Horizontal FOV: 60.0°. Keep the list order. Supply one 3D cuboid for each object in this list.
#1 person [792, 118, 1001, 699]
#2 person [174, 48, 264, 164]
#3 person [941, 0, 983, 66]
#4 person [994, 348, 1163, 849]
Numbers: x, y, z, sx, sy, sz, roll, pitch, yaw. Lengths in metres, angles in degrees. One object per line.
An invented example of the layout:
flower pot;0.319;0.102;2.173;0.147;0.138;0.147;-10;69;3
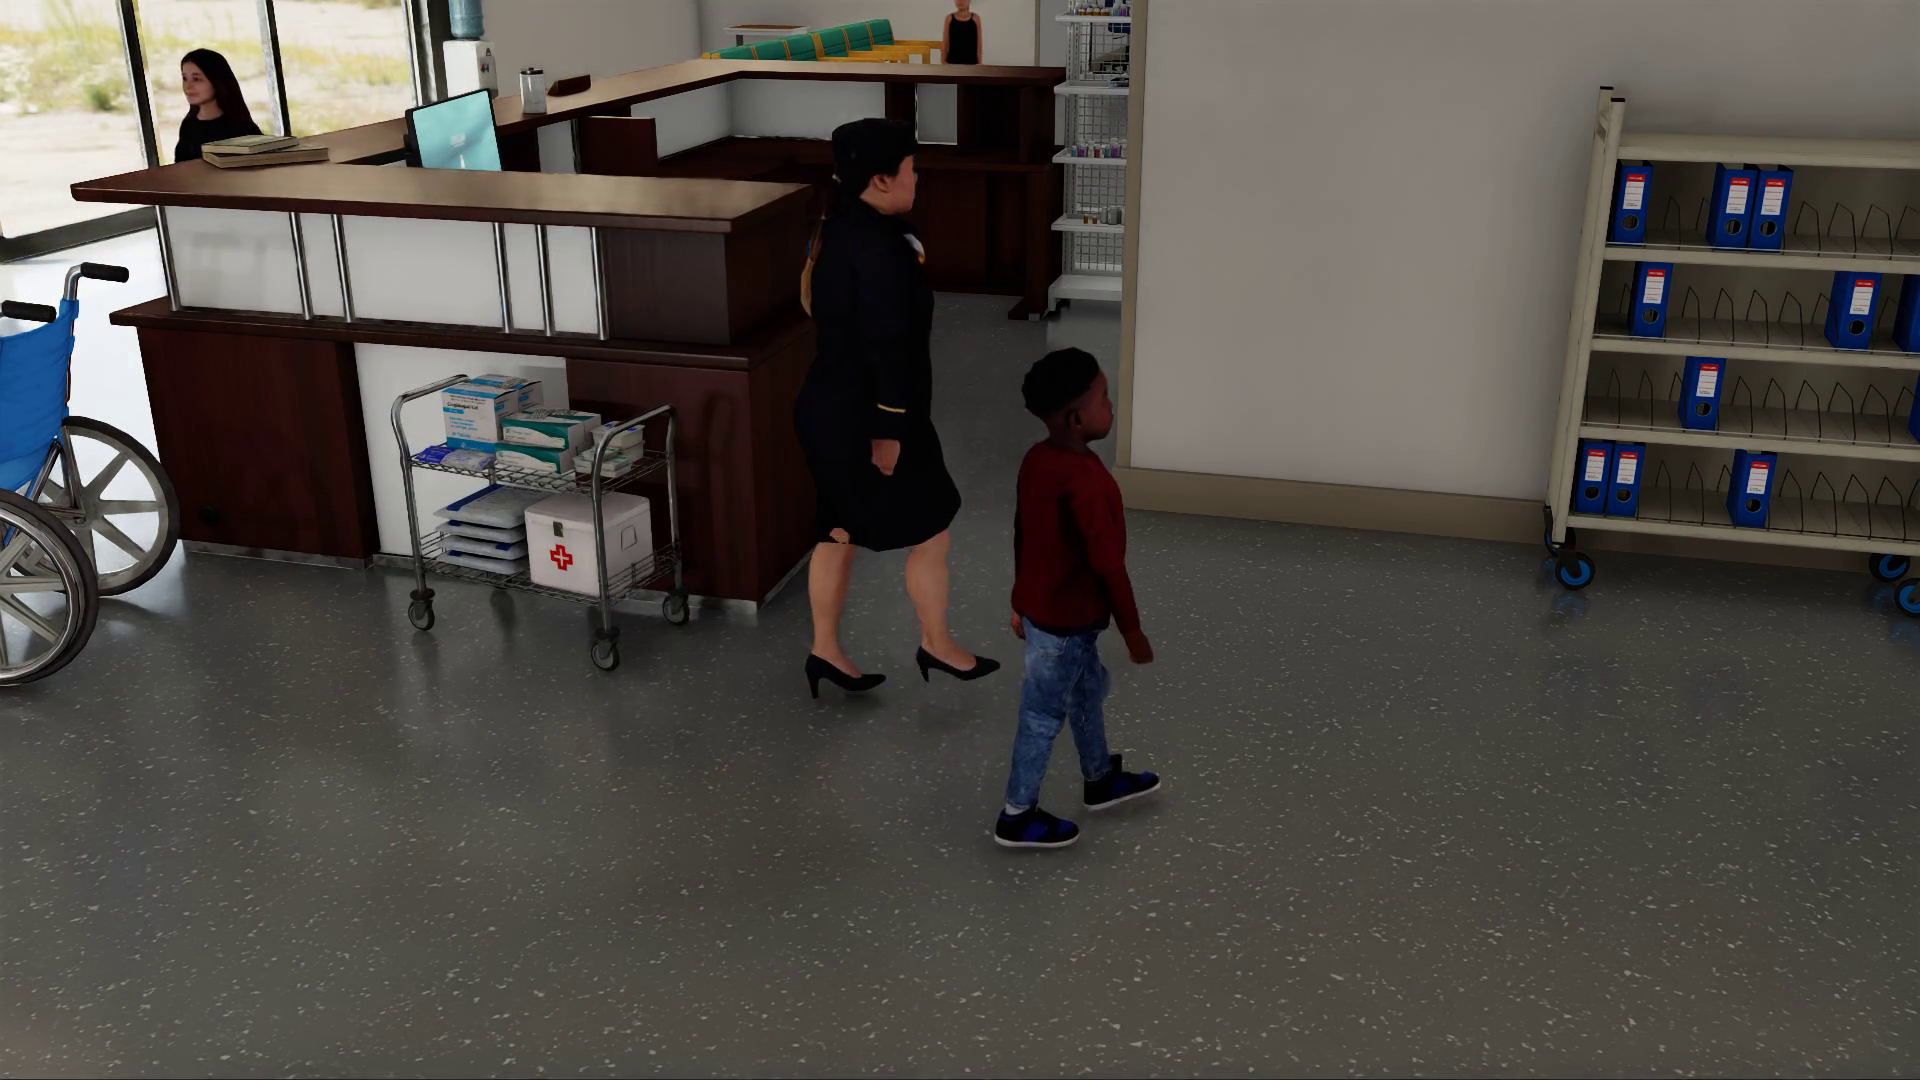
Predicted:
person;-0.336;-0.311;4.637;0.989;1.658;0.924;-7;22;-19
person;-3.214;-1.365;7.463;0.524;1.628;0.675;7;22;18
person;0.023;-4.395;15.613;0.978;1.521;0.723;2;21;4
person;0.186;0.173;3.948;0.788;1.242;0.681;-5;21;-13
